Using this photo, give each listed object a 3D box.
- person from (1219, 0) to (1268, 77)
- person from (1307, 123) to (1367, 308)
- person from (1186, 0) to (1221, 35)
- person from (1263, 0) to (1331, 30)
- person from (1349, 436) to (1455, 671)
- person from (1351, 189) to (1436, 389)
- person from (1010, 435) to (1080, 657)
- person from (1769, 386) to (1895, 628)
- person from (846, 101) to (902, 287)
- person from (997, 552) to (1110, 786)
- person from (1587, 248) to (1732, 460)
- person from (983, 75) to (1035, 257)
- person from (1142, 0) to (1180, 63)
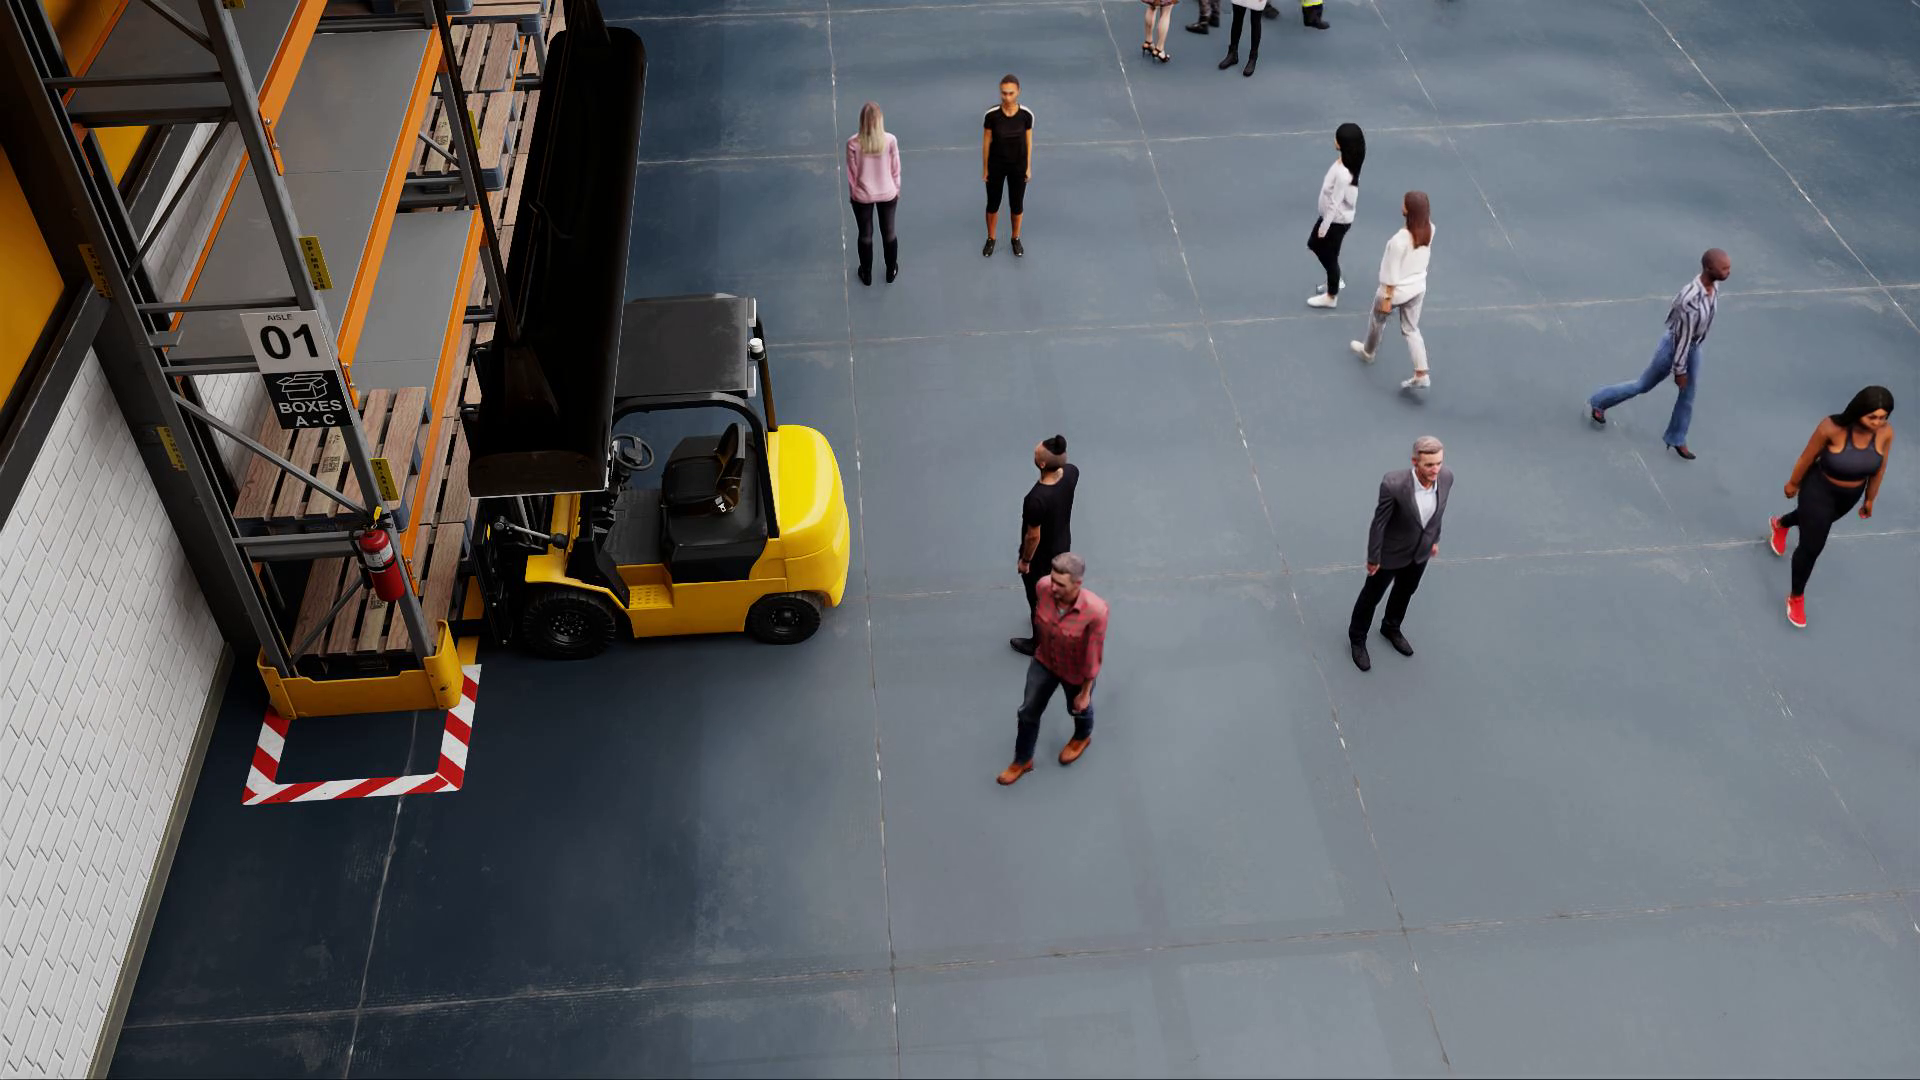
[{"bbox_3d":[2.929,-5.570,16.660,0.688,1.809,0.730,26,49,24],"label":"person"},{"bbox_3d":[3.182,-2.630,13.661,0.747,1.688,0.615,6,44,6],"label":"person"},{"bbox_3d":[2.614,-6.145,17.334,0.726,1.712,0.665,30,51,27],"label":"person"},{"bbox_3d":[3.430,-6.263,17.410,1.293,1.777,1.204,32,52,29],"label":"person"},{"bbox_3d":[2.860,0.044,10.743,0.780,1.842,0.711,-14,45,-15],"label":"person"},{"bbox_3d":[3.497,-1.900,12.921,0.912,1.653,1.163,-21,48,-21],"label":"person"},{"bbox_3d":[0.555,0.021,10.750,0.837,1.865,0.745,24,49,23],"label":"person"},{"bbox_3d":[5.854,-0.384,11.242,0.736,1.773,1.221,0,44,0],"label":"person"},{"bbox_3d":[-0.720,-2.903,13.948,0.605,1.688,0.541,-6,44,-6],"label":"person"},{"bbox_3d":[0.705,0.705,10.076,1.009,1.806,1.085,26,49,25],"label":"person"},{"bbox_3d":[5.212,-1.407,12.329,1.067,1.755,1.184,-34,53,-30],"label":"person"},{"bbox_3d":[0.402,-3.226,14.301,0.589,1.669,0.535,-1,44,-1],"label":"person"},{"bbox_3d":[2.066,-5.713,16.835,0.855,1.774,0.775,-28,50,-27],"label":"person"}]
